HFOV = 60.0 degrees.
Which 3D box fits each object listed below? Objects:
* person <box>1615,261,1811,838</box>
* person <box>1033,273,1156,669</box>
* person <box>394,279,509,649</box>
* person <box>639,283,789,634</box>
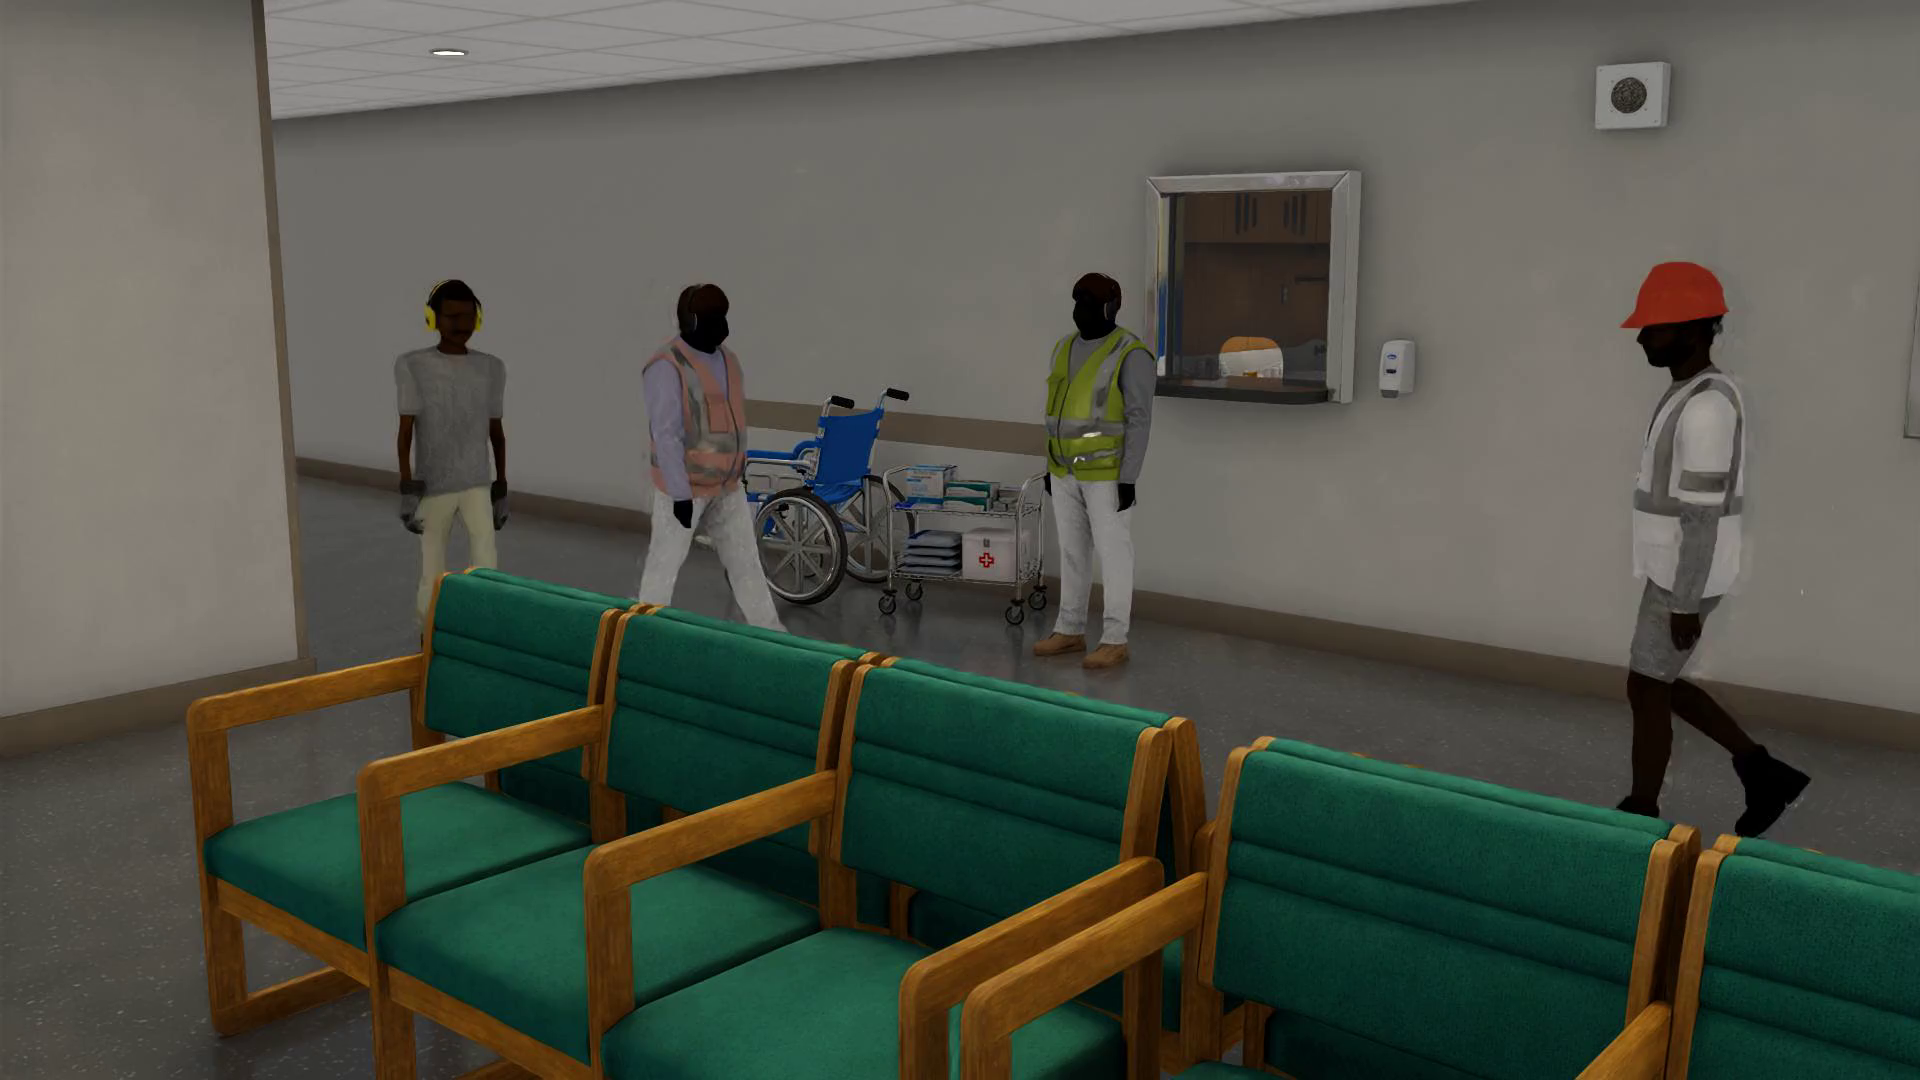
[{"bbox_3d":[2.307,0.097,5.202,0.649,1.918,0.572,3,10,18],"label":"person"},{"bbox_3d":[0.614,-0.325,7.828,0.429,1.847,0.626,-8,13,-40],"label":"person"},{"bbox_3d":[-2.245,-0.232,7.345,0.526,1.831,0.878,-6,11,-29],"label":"person"},{"bbox_3d":[-1.120,-0.252,7.552,0.942,1.793,0.659,5,11,28],"label":"person"}]
